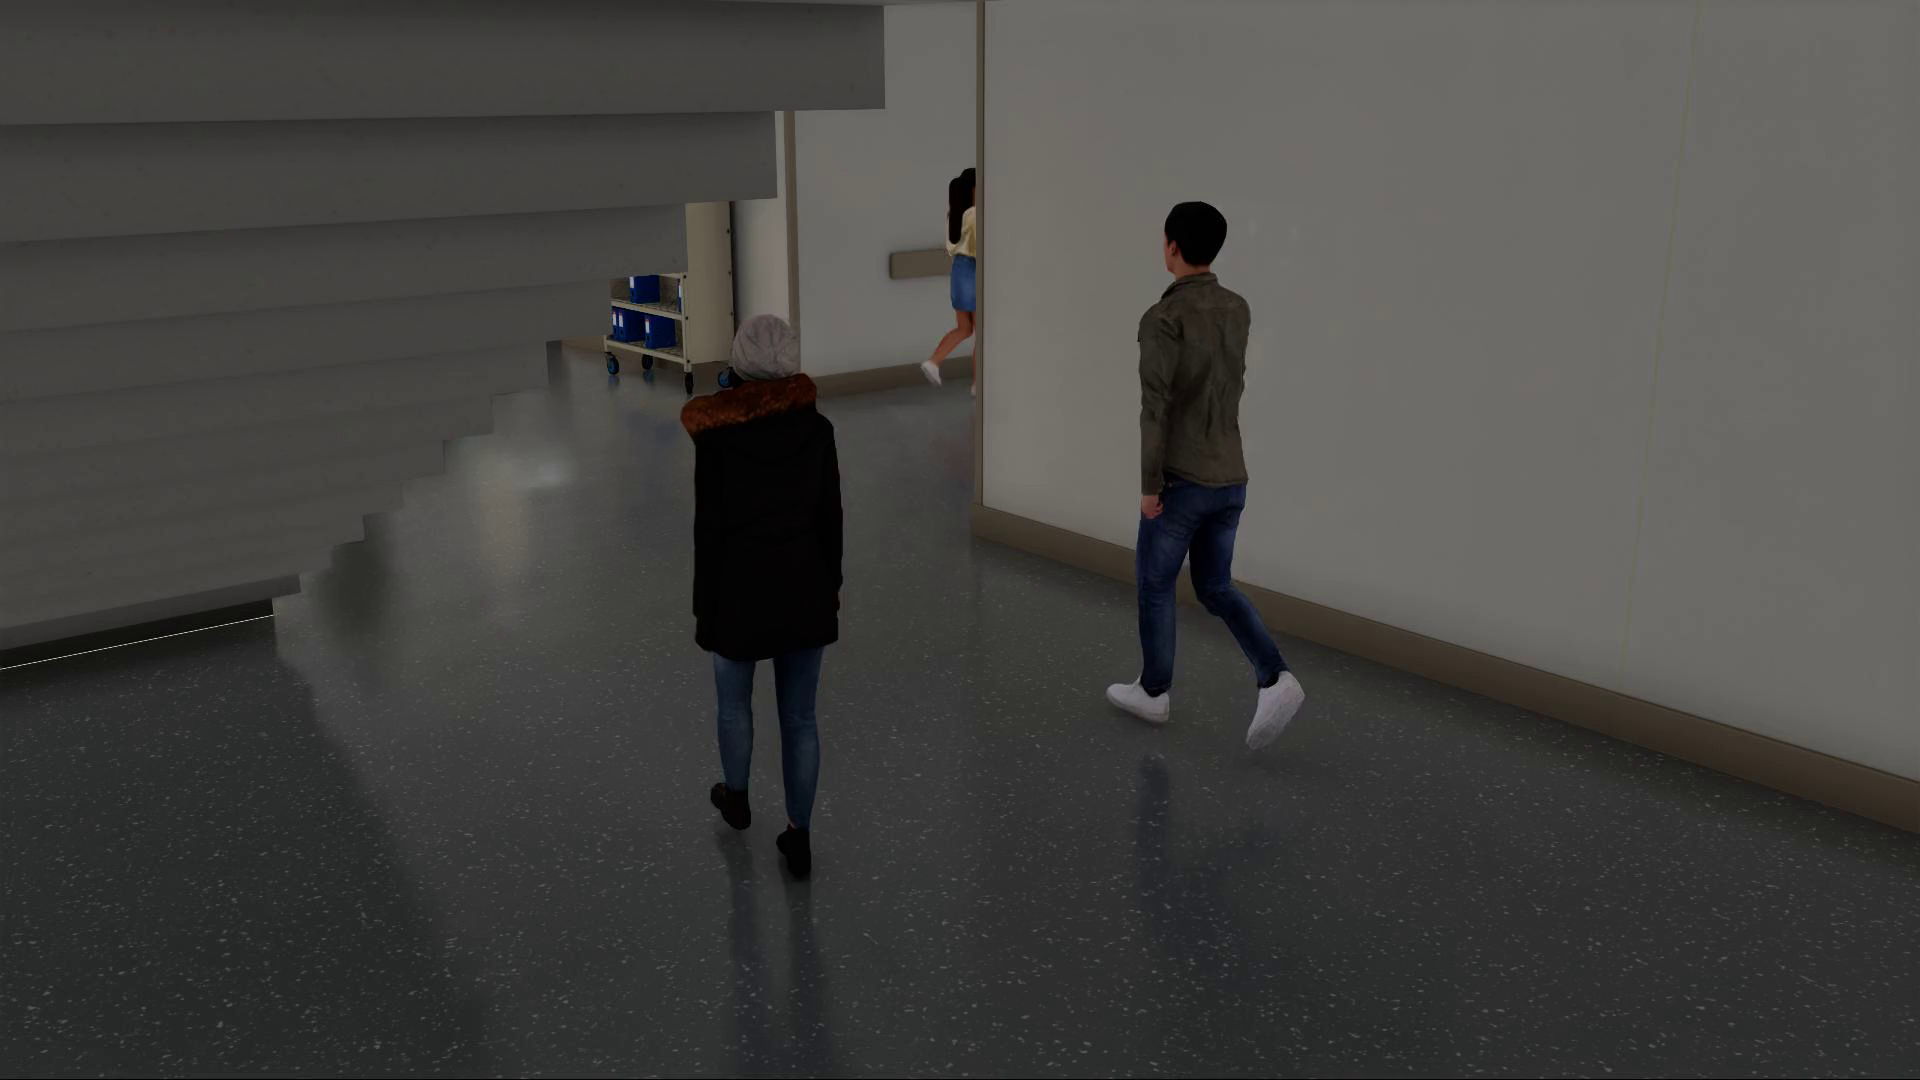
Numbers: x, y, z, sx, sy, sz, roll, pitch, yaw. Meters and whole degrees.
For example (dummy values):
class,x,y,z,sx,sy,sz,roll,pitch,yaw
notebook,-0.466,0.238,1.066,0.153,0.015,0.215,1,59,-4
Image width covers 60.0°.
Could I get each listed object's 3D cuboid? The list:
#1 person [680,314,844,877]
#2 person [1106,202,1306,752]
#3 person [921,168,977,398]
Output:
class,x,y,z,sx,sy,sz,roll,pitch,yaw
person,-0.524,0.188,4.724,0.795,1.616,0.916,-6,17,-19
person,0.863,-0.185,5.629,0.687,1.844,1.040,-13,20,-38
person,0.010,-1.800,11.773,0.748,1.619,0.828,-10,19,-32
